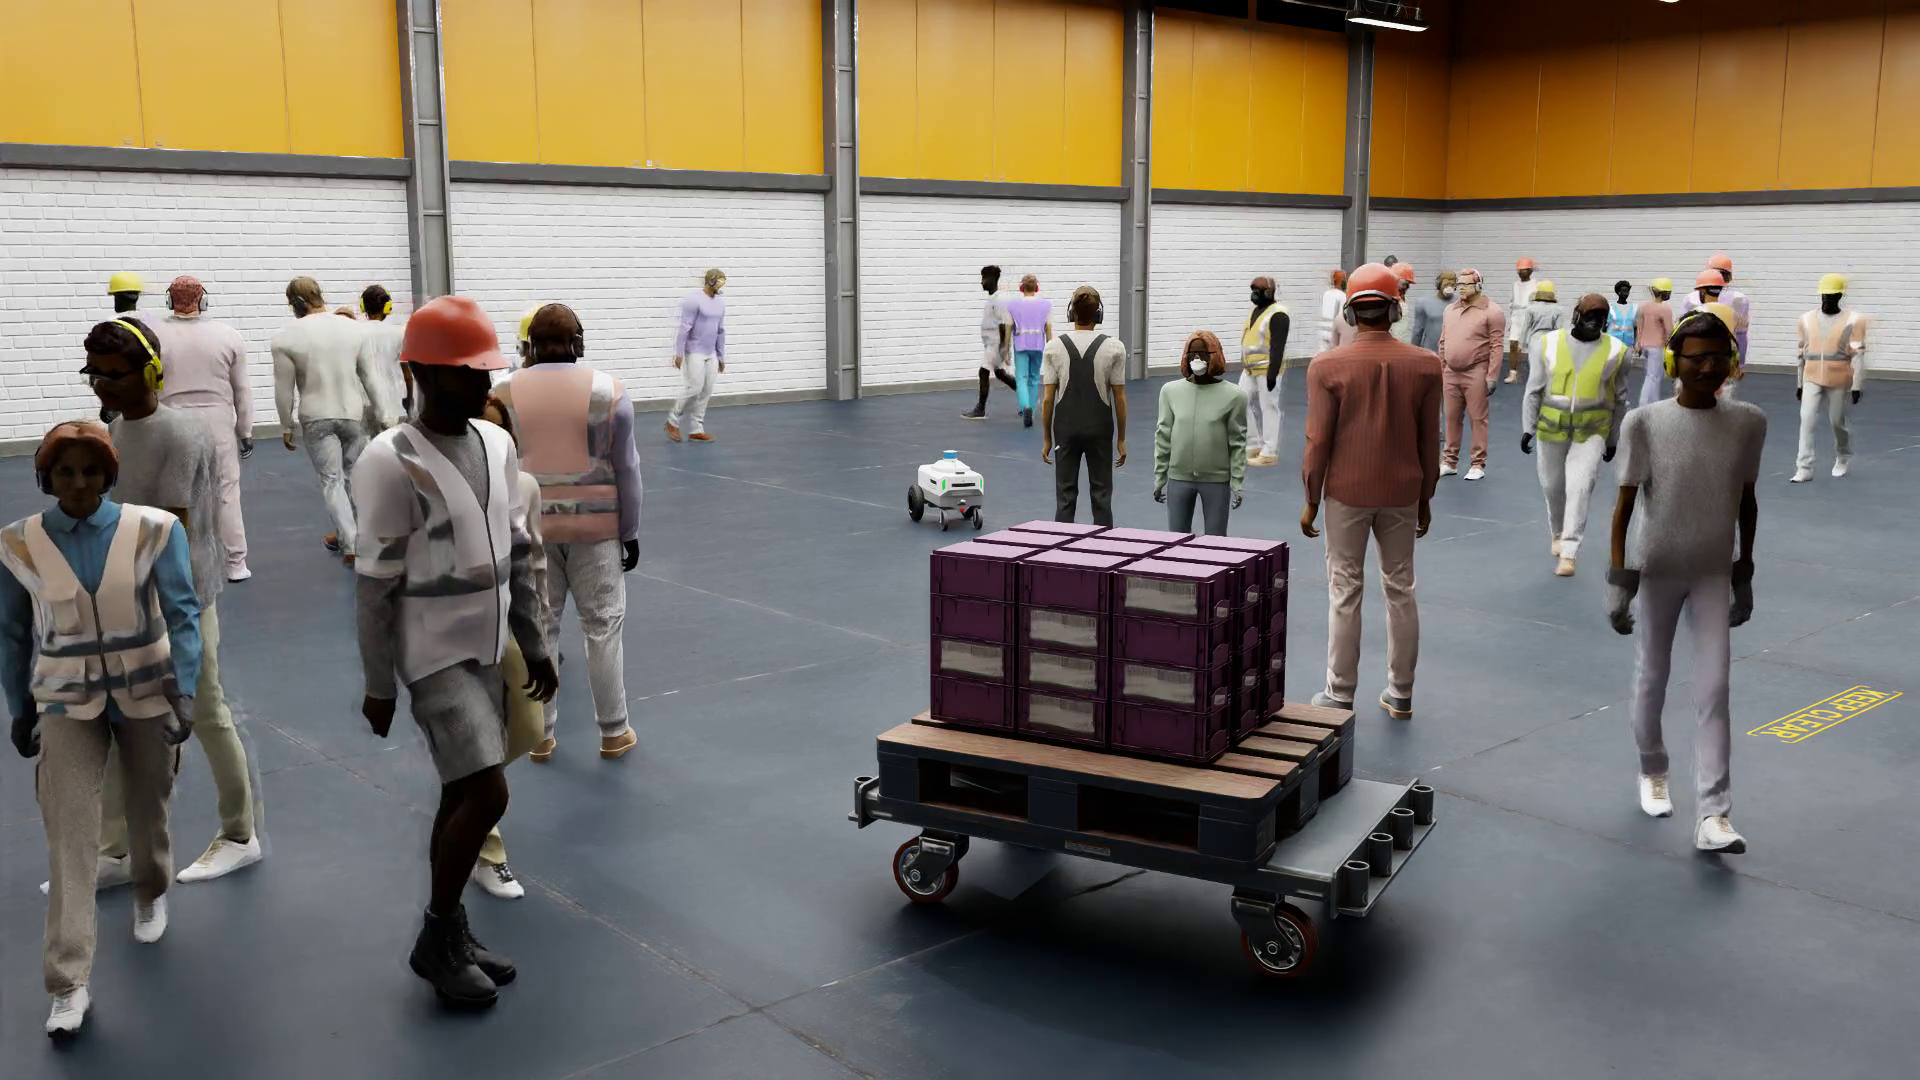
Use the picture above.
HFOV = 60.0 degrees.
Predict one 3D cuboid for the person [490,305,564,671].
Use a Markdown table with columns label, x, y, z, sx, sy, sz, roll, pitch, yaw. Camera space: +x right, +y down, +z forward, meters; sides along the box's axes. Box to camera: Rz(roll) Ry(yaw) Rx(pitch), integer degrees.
| label | x | y | z | sx | sy | sz | roll | pitch | yaw |
| --- | --- | --- | --- | --- | --- | --- | --- | --- | --- |
| person | -2.006 | -0.238 | 8.100 | 0.595 | 1.774 | 0.931 | -5 | 11 | -26 |

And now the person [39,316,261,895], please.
| label | x | y | z | sx | sy | sz | roll | pitch | yaw |
| --- | --- | --- | --- | --- | --- | --- | --- | --- | --- |
| person | -2.571 | 0.232 | 5.203 | 0.507 | 1.833 | 0.758 | 6 | 11 | 31 |

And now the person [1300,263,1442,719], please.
| label | x | y | z | sx | sy | sz | roll | pitch | yaw |
| --- | --- | --- | --- | --- | --- | --- | --- | --- | --- |
| person | 1.773 | -0.197 | 7.235 | 0.612 | 1.991 | 0.392 | -1 | 10 | -7 |

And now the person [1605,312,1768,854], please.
| label | x | y | z | sx | sy | sz | roll | pitch | yaw |
| --- | --- | --- | --- | --- | --- | --- | --- | --- | --- |
| person | 2.503 | 0.149 | 5.719 | 0.542 | 1.812 | 0.947 | 2 | 10 | 10 |

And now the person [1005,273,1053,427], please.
| label | x | y | z | sx | sy | sz | roll | pitch | yaw |
| --- | --- | --- | --- | --- | --- | --- | --- | --- | --- |
| person | 0.822 | -2.254 | 19.789 | 0.571 | 1.823 | 0.801 | -1 | 10 | -7 |

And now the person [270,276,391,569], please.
| label | x | y | z | sx | sy | sz | roll | pitch | yaw |
| --- | --- | --- | --- | --- | --- | --- | --- | --- | --- |
| person | -4.163 | -0.773 | 10.918 | 0.699 | 1.887 | 0.882 | -8 | 12 | -39 |

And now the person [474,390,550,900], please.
| label | x | y | z | sx | sy | sz | roll | pitch | yaw |
| --- | --- | --- | --- | --- | --- | --- | --- | --- | --- |
| person | -1.561 | 0.314 | 5.346 | 0.520 | 1.621 | 0.510 | 10 | 14 | 44 |

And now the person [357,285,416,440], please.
| label | x | y | z | sx | sy | sz | roll | pitch | yaw |
| --- | --- | --- | --- | --- | --- | --- | --- | --- | --- |
| person | -4.440 | -1.025 | 12.649 | 0.504 | 1.814 | 0.967 | 0 | 10 | 2 |

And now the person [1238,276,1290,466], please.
| label | x | y | z | sx | sy | sz | roll | pitch | yaw |
| --- | --- | --- | --- | --- | --- | --- | --- | --- | --- |
| person | 2.868 | -1.609 | 15.970 | 0.521 | 1.829 | 0.652 | -4 | 10 | -20 |

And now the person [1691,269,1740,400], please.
| label | x | y | z | sx | sy | sz | roll | pitch | yaw |
| --- | --- | --- | --- | --- | --- | --- | --- | --- | --- |
| person | 6.881 | -1.549 | 15.436 | 0.597 | 1.891 | 0.912 | -3 | 10 | -16 |

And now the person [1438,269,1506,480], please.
| label | x | y | z | sx | sy | sz | roll | pitch | yaw |
| --- | --- | --- | --- | --- | --- | --- | --- | --- | --- |
| person | 4.595 | -1.497 | 15.097 | 0.399 | 1.909 | 0.642 | -8 | 12 | -37 |

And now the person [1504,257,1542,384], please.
| label | x | y | z | sx | sy | sz | roll | pitch | yaw |
| --- | --- | --- | --- | --- | --- | --- | --- | --- | --- |
| person | 9.037 | -3.500 | 26.517 | 0.893 | 2.015 | 0.617 | -8 | 13 | -41 |

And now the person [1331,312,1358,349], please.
| label | x | y | z | sx | sy | sz | roll | pitch | yaw |
| --- | --- | --- | --- | --- | --- | --- | --- | --- | --- |
| person | 4.034 | -1.776 | 17.228 | 0.528 | 1.734 | 0.550 | -6 | 11 | -31 |

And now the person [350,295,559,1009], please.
| label | x | y | z | sx | sy | sz | roll | pitch | yaw |
| --- | --- | --- | --- | --- | --- | --- | --- | --- | --- |
| person | -1.331 | 0.308 | 4.506 | 0.514 | 1.919 | 0.546 | 3 | 10 | 18 |

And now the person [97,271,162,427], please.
| label | x | y | z | sx | sy | sz | roll | pitch | yaw |
| --- | --- | --- | --- | --- | --- | --- | --- | --- | --- |
| person | -6.363 | -1.121 | 12.886 | 0.516 | 1.908 | 0.608 | 5 | 11 | 25 |

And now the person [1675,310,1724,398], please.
| label | x | y | z | sx | sy | sz | roll | pitch | yaw |
| --- | --- | --- | --- | --- | --- | --- | --- | --- | --- |
| person | 4.967 | -0.726 | 11.272 | 0.408 | 1.667 | 0.558 | 7 | 12 | 34 |

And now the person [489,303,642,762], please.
| label | x | y | z | sx | sy | sz | roll | pitch | yaw |
| --- | --- | --- | --- | --- | --- | --- | --- | --- | --- |
| person | -1.580 | -0.021 | 6.667 | 0.622 | 1.838 | 0.429 | -1 | 10 | -5 |

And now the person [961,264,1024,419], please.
| label | x | y | z | sx | sy | sz | roll | pitch | yaw |
| --- | --- | --- | --- | --- | --- | --- | --- | --- | --- |
| person | 0.512 | -2.463 | 20.707 | 0.927 | 1.933 | 0.608 | -1 | 10 | -7 |

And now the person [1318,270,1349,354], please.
| label | x | y | z | sx | sy | sz | roll | pitch | yaw |
| --- | --- | --- | --- | --- | --- | --- | --- | --- | --- |
| person | 5.241 | -2.808 | 23.014 | 1.012 | 1.822 | 0.578 | -6 | 12 | -33 |

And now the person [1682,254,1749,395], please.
| label | x | y | z | sx | sy | sz | roll | pitch | yaw |
| --- | --- | --- | --- | --- | --- | --- | --- | --- | --- |
| person | 7.325 | -1.757 | 16.221 | 0.616 | 2.041 | 0.379 | 3 | 10 | 18 |

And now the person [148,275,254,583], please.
| label | x | y | z | sx | sy | sz | roll | pitch | yaw |
| --- | --- | --- | --- | --- | --- | --- | --- | --- | --- |
| person | -4.689 | -0.664 | 10.221 | 0.654 | 1.906 | 0.407 | -5 | 11 | -26 |

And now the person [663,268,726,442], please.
| label | x | y | z | sx | sy | sz | roll | pitch | yaw |
| --- | --- | --- | --- | --- | --- | --- | --- | --- | --- |
| person | -2.844 | -1.994 | 18.048 | 0.648 | 1.895 | 0.680 | 5 | 11 | 26 |

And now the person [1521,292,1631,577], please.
| label | x | y | z | sx | sy | sz | roll | pitch | yaw |
| --- | --- | --- | --- | --- | --- | --- | --- | --- | --- |
| person | 4.002 | -0.713 | 10.829 | 0.625 | 1.802 | 0.935 | 5 | 11 | 25 |

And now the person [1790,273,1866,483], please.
| label | x | y | z | sx | sy | sz | roll | pitch | yaw |
| --- | --- | --- | --- | --- | --- | --- | --- | --- | --- |
| person | 7.880 | -1.474 | 15.054 | 0.600 | 1.884 | 0.982 | 9 | 13 | 43 |

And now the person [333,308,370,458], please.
| label | x | y | z | sx | sy | sz | roll | pitch | yaw |
| --- | --- | --- | --- | --- | --- | --- | --- | --- | --- |
| person | -5.215 | -1.187 | 14.192 | 0.528 | 1.579 | 0.902 | -2 | 10 | -11 |

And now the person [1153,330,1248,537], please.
| label | x | y | z | sx | sy | sz | roll | pitch | yaw |
| --- | --- | --- | --- | --- | --- | --- | --- | --- | --- |
| person | 1.279 | -0.302 | 8.897 | 0.499 | 1.634 | 0.278 | 4 | 10 | 20 |

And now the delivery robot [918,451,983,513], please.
| label | x | y | z | sx | sy | sz | roll | pitch | yaw |
| --- | --- | --- | --- | --- | --- | --- | --- | --- | --- |
| delivery robot | -0.073 | -0.431 | 12.531 | 0.477 | 0.478 | 0.707 | -3 | 10 | -16 |

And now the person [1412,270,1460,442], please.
| label | x | y | z | sx | sy | sz | roll | pitch | yaw |
| --- | --- | --- | --- | --- | --- | --- | --- | --- | --- |
| person | 5.358 | -2.059 | 18.524 | 0.642 | 1.879 | 1.029 | 1 | 10 | 5 |

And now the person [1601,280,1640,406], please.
| label | x | y | z | sx | sy | sz | roll | pitch | yaw |
| --- | --- | --- | --- | --- | --- | --- | --- | --- | --- |
| person | 8.909 | -2.655 | 22.484 | 0.536 | 1.696 | 0.322 | 0 | 10 | 0 |

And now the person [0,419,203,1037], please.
| label | x | y | z | sx | sy | sz | roll | pitch | yaw |
| --- | --- | --- | --- | --- | --- | --- | --- | --- | --- |
| person | -2.364 | 0.455 | 4.605 | 0.514 | 1.587 | 0.896 | -5 | 11 | -25 |

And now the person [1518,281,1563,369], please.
| label | x | y | z | sx | sy | sz | roll | pitch | yaw |
| --- | --- | --- | --- | --- | --- | --- | --- | --- | --- |
| person | 7.664 | -2.553 | 21.867 | 0.492 | 1.708 | 0.865 | -1 | 10 | -3 |

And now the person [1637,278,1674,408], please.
| label | x | y | z | sx | sy | sz | roll | pitch | yaw |
| --- | --- | --- | --- | --- | --- | --- | --- | --- | --- |
| person | 8.823 | -2.410 | 20.914 | 0.681 | 1.741 | 0.540 | -2 | 10 | -13 |

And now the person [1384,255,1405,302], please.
| label | x | y | z | sx | sy | sz | roll | pitch | yaw |
| --- | --- | --- | --- | --- | --- | --- | --- | --- | --- |
| person | 7.806 | -4.136 | 30.153 | 0.537 | 2.000 | 0.682 | -8 | 13 | -39 |

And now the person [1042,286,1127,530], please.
| label | x | y | z | sx | sy | sz | roll | pitch | yaw |
| --- | --- | --- | --- | --- | --- | --- | --- | --- | --- |
| person | 0.754 | -0.614 | 10.104 | 0.516 | 1.843 | 0.327 | 2 | 10 | 9 |

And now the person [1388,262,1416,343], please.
| label | x | y | z | sx | sy | sz | roll | pitch | yaw |
| --- | --- | --- | --- | --- | --- | --- | --- | --- | --- |
| person | 4.267 | -1.818 | 16.823 | 0.622 | 1.962 | 0.653 | -3 | 10 | -15 |
